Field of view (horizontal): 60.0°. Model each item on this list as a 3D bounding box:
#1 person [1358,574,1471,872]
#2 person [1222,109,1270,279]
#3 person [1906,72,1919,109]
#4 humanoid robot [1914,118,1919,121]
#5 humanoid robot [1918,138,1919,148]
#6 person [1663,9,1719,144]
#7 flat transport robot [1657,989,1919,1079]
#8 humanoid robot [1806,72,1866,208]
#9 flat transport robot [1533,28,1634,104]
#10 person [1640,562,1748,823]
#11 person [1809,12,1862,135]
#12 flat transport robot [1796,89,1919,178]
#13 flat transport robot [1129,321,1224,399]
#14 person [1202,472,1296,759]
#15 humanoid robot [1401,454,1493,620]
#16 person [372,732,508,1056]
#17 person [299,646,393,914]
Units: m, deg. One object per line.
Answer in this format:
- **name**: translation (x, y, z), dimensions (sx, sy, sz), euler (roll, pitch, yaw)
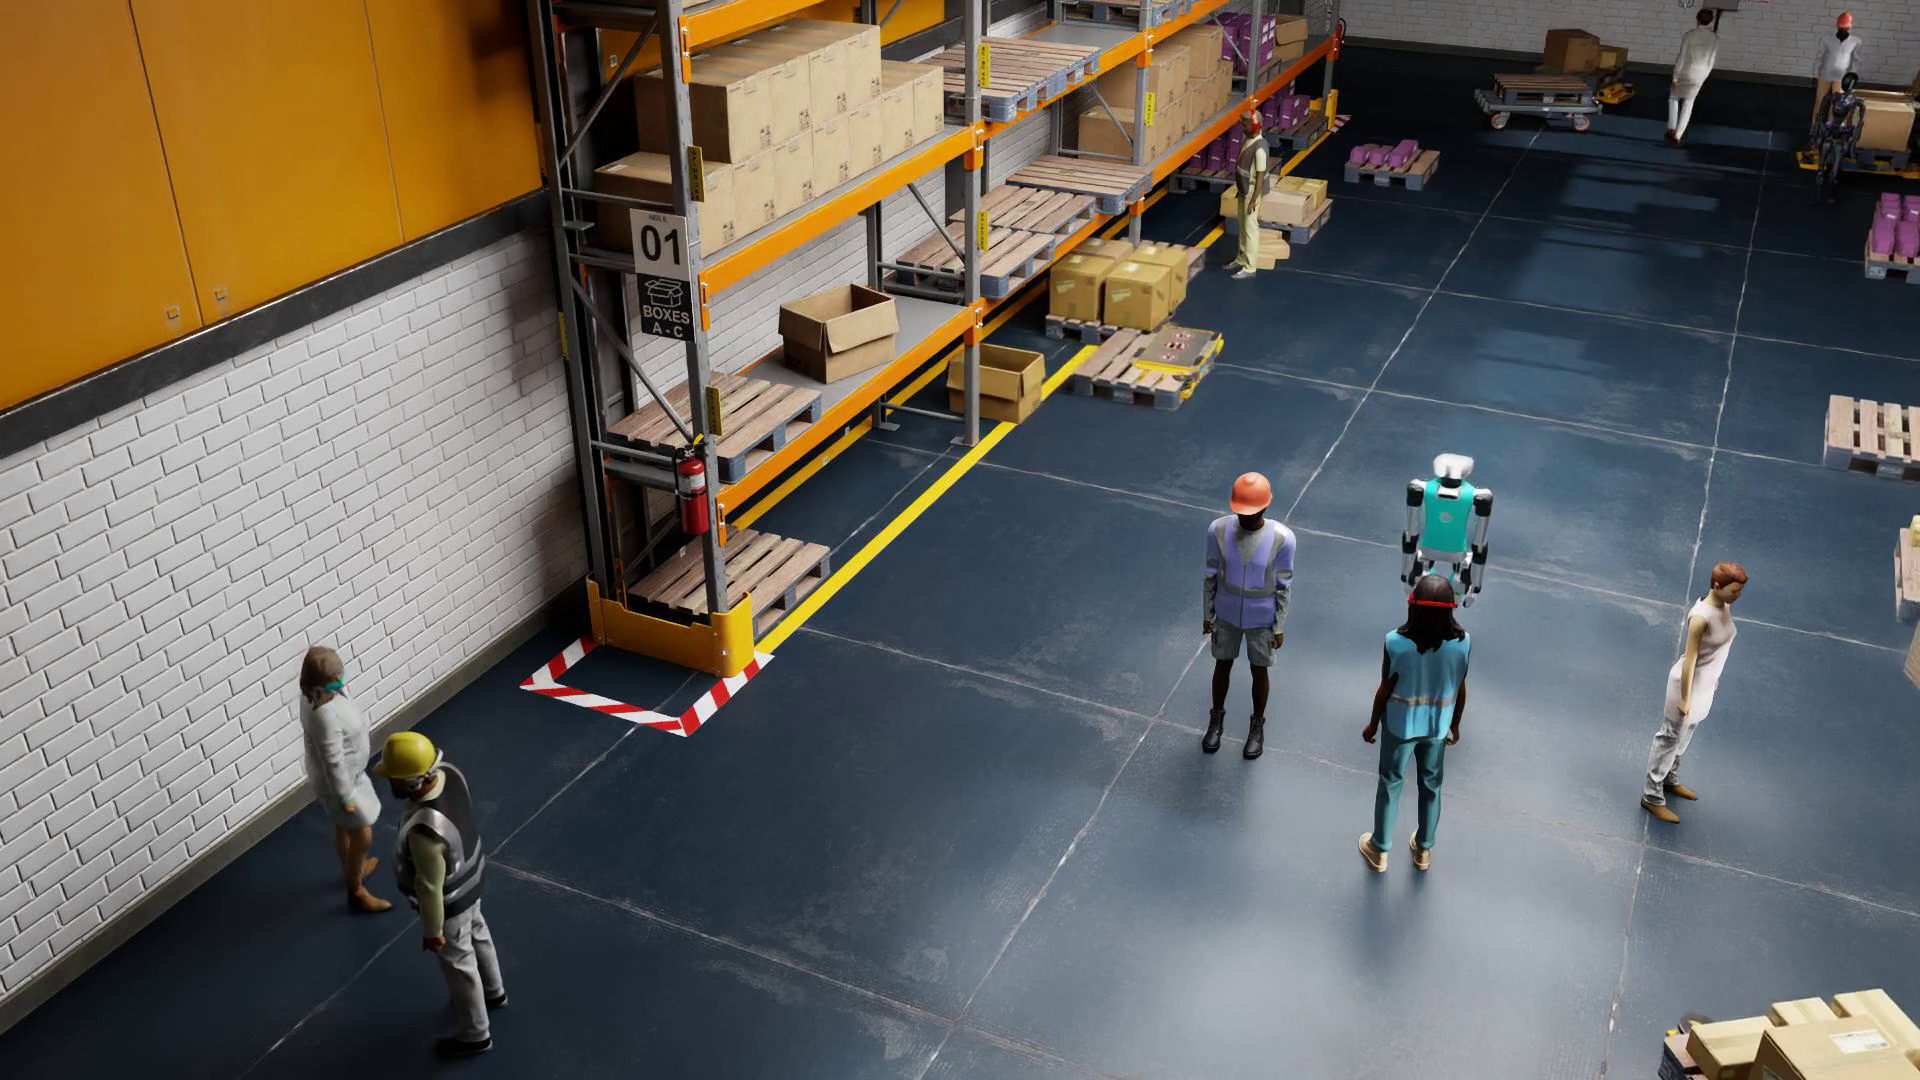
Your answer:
- **person**: translation (2.499, 1.026, 9.144), dimensions (0.529, 1.866, 0.390), euler (0, 28, 0)
- **person**: translation (3.145, -3.750, 18.028), dimensions (0.391, 1.839, 0.563), euler (-3, 29, -6)
- **person**: translation (14.617, -7.236, 24.456), dimensions (1.010, 1.863, 0.519), euler (10, 30, 18)
- **humanoid robot**: translation (14.189, -6.804, 23.875), dimensions (0.612, 1.630, 0.468), euler (-13, 31, -22)
- **humanoid robot**: translation (12.739, -5.534, 21.475), dimensions (0.774, 1.804, 0.536), euler (5, 29, 9)
- **person**: translation (10.088, -6.392, 22.962), dimensions (0.534, 1.803, 0.437), euler (2, 28, 4)
- **flat transport robot**: translation (3.939, 2.734, 7.659), dimensions (0.659, 0.231, 1.431), euler (-5, 29, -9)
- **humanoid robot**: translation (10.709, -4.898, 20.327), dimensions (0.364, 1.638, 0.601), euler (-25, 37, -38)
- **flat transport robot**: translation (9.584, -6.985, 25.679), dimensions (1.431, 0.231, 0.659), euler (22, 35, 35)
- **person**: translation (4.281, 0.860, 9.669), dimensions (0.285, 1.657, 0.448), euler (24, 36, 37)
- **person**: translation (12.209, -6.503, 23.256), dimensions (0.567, 1.723, 0.490), euler (13, 31, 22)
- **flat transport robot**: translation (11.901, -5.021, 22.038), dimensions (1.431, 0.231, 0.659), euler (10, 30, 18)
- **flat transport robot**: translation (2.050, -1.733, 15.941), dimensions (0.659, 0.231, 1.431), euler (10, 30, 19)
- **person**: translation (1.729, 0.459, 10.133), dimensions (0.540, 1.931, 0.382), euler (10, 30, 19)
- **humanoid robot**: translation (3.177, 0.163, 10.915), dimensions (0.554, 1.747, 1.046), euler (11, 30, 20)
- **person**: translation (-2.488, 1.679, 7.987), dimensions (0.405, 1.825, 0.588), euler (-1, 28, -2)
- **person**: translation (-3.316, 1.259, 8.934), dimensions (0.343, 1.650, 0.588), euler (-10, 30, -18)
